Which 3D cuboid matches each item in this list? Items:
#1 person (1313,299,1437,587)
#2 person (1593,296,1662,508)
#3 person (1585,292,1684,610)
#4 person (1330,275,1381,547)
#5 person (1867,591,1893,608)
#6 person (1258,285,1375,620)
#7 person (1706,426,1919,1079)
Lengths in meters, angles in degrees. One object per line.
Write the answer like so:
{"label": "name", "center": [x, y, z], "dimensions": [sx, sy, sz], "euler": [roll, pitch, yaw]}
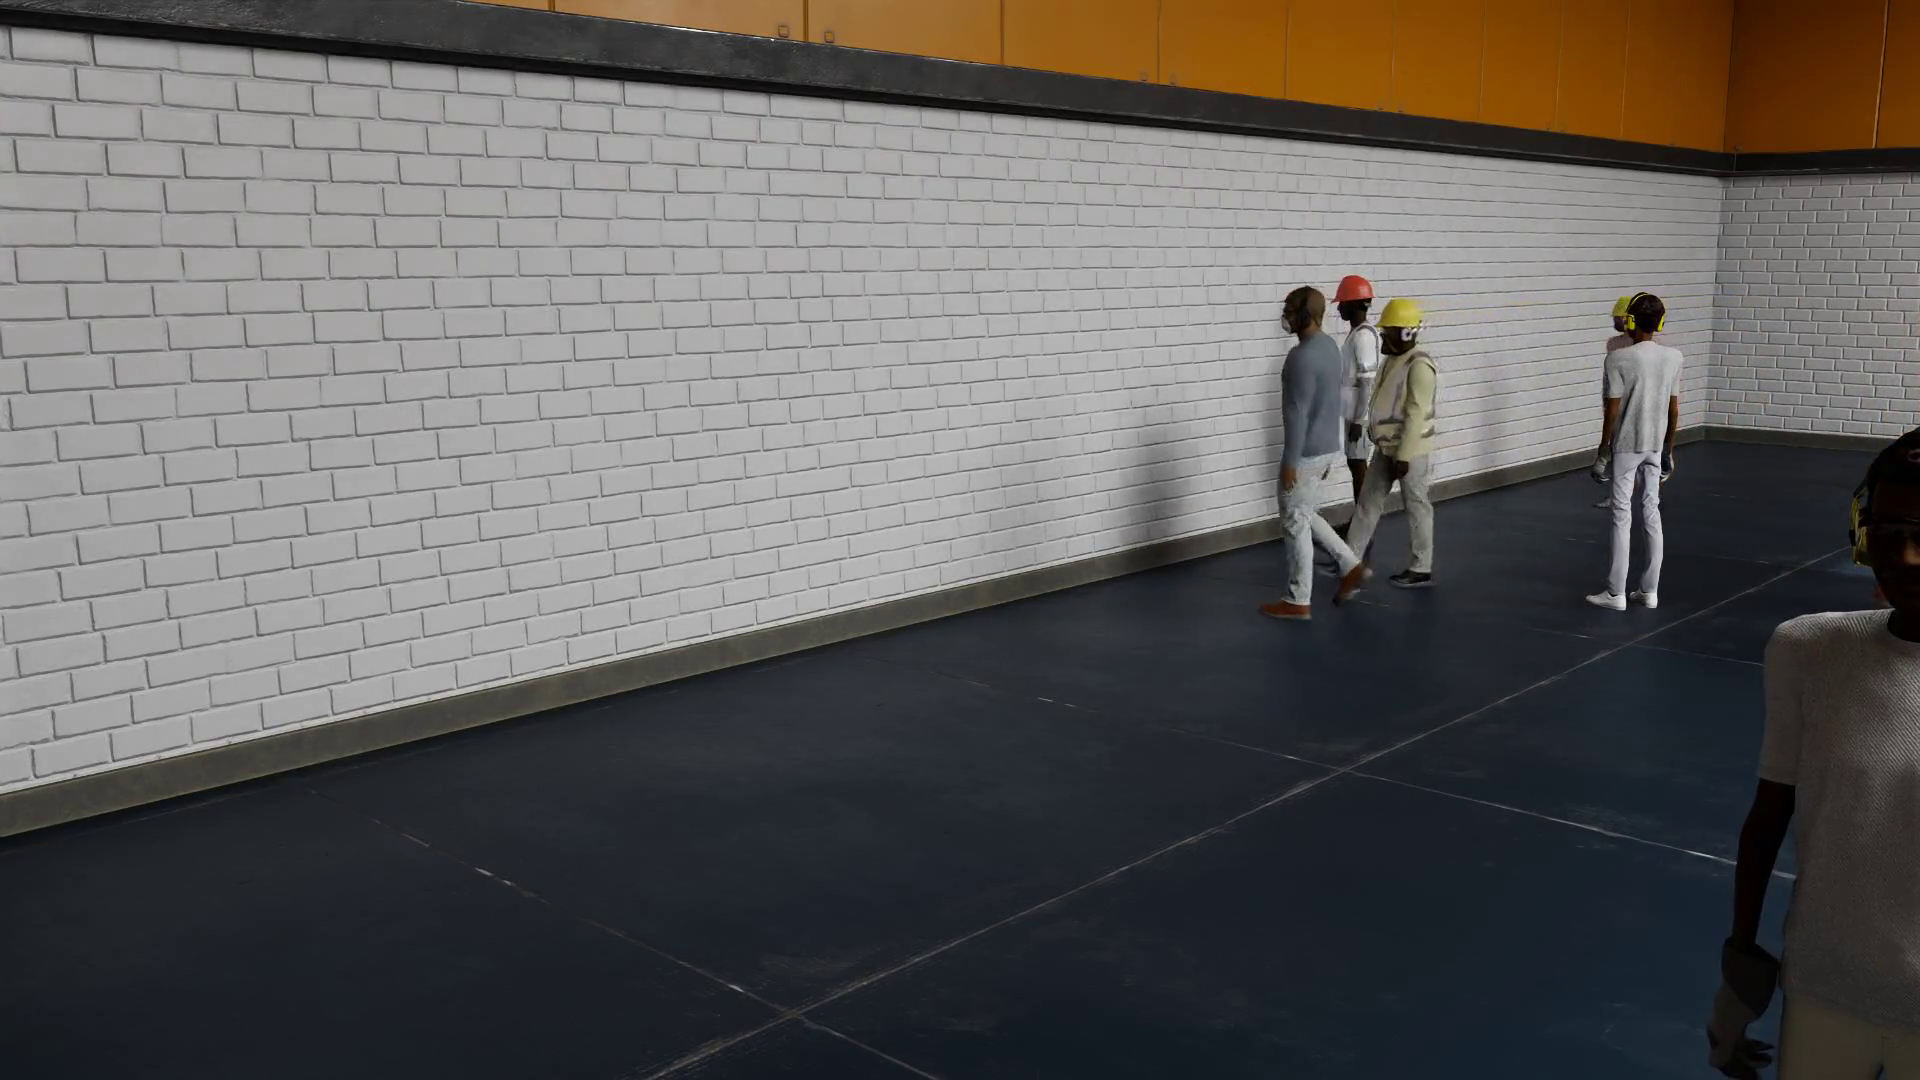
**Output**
{"label": "person", "center": [2.617, -0.584, 10.369], "dimensions": [0.821, 1.801, 0.621], "euler": [-2, 10, -10]}
{"label": "person", "center": [5.583, -1.138, 13.735], "dimensions": [0.745, 1.744, 0.534], "euler": [-3, 10, -18]}
{"label": "person", "center": [3.977, -0.517, 9.810], "dimensions": [0.513, 1.872, 0.328], "euler": [-2, 10, -13]}
{"label": "person", "center": [2.801, -0.910, 11.864], "dimensions": [0.372, 1.933, 0.551], "euler": [2, 10, 10]}
{"label": "person", "center": [5.872, -0.461, 9.506], "dimensions": [1.000, 1.879, 0.652], "euler": [7, 12, 36]}
{"label": "person", "center": [2.038, -0.484, 9.494], "dimensions": [0.524, 1.926, 0.634], "euler": [4, 11, 23]}
{"label": "person", "center": [1.454, 0.748, 2.606], "dimensions": [0.532, 1.870, 0.319], "euler": [8, 13, 40]}
